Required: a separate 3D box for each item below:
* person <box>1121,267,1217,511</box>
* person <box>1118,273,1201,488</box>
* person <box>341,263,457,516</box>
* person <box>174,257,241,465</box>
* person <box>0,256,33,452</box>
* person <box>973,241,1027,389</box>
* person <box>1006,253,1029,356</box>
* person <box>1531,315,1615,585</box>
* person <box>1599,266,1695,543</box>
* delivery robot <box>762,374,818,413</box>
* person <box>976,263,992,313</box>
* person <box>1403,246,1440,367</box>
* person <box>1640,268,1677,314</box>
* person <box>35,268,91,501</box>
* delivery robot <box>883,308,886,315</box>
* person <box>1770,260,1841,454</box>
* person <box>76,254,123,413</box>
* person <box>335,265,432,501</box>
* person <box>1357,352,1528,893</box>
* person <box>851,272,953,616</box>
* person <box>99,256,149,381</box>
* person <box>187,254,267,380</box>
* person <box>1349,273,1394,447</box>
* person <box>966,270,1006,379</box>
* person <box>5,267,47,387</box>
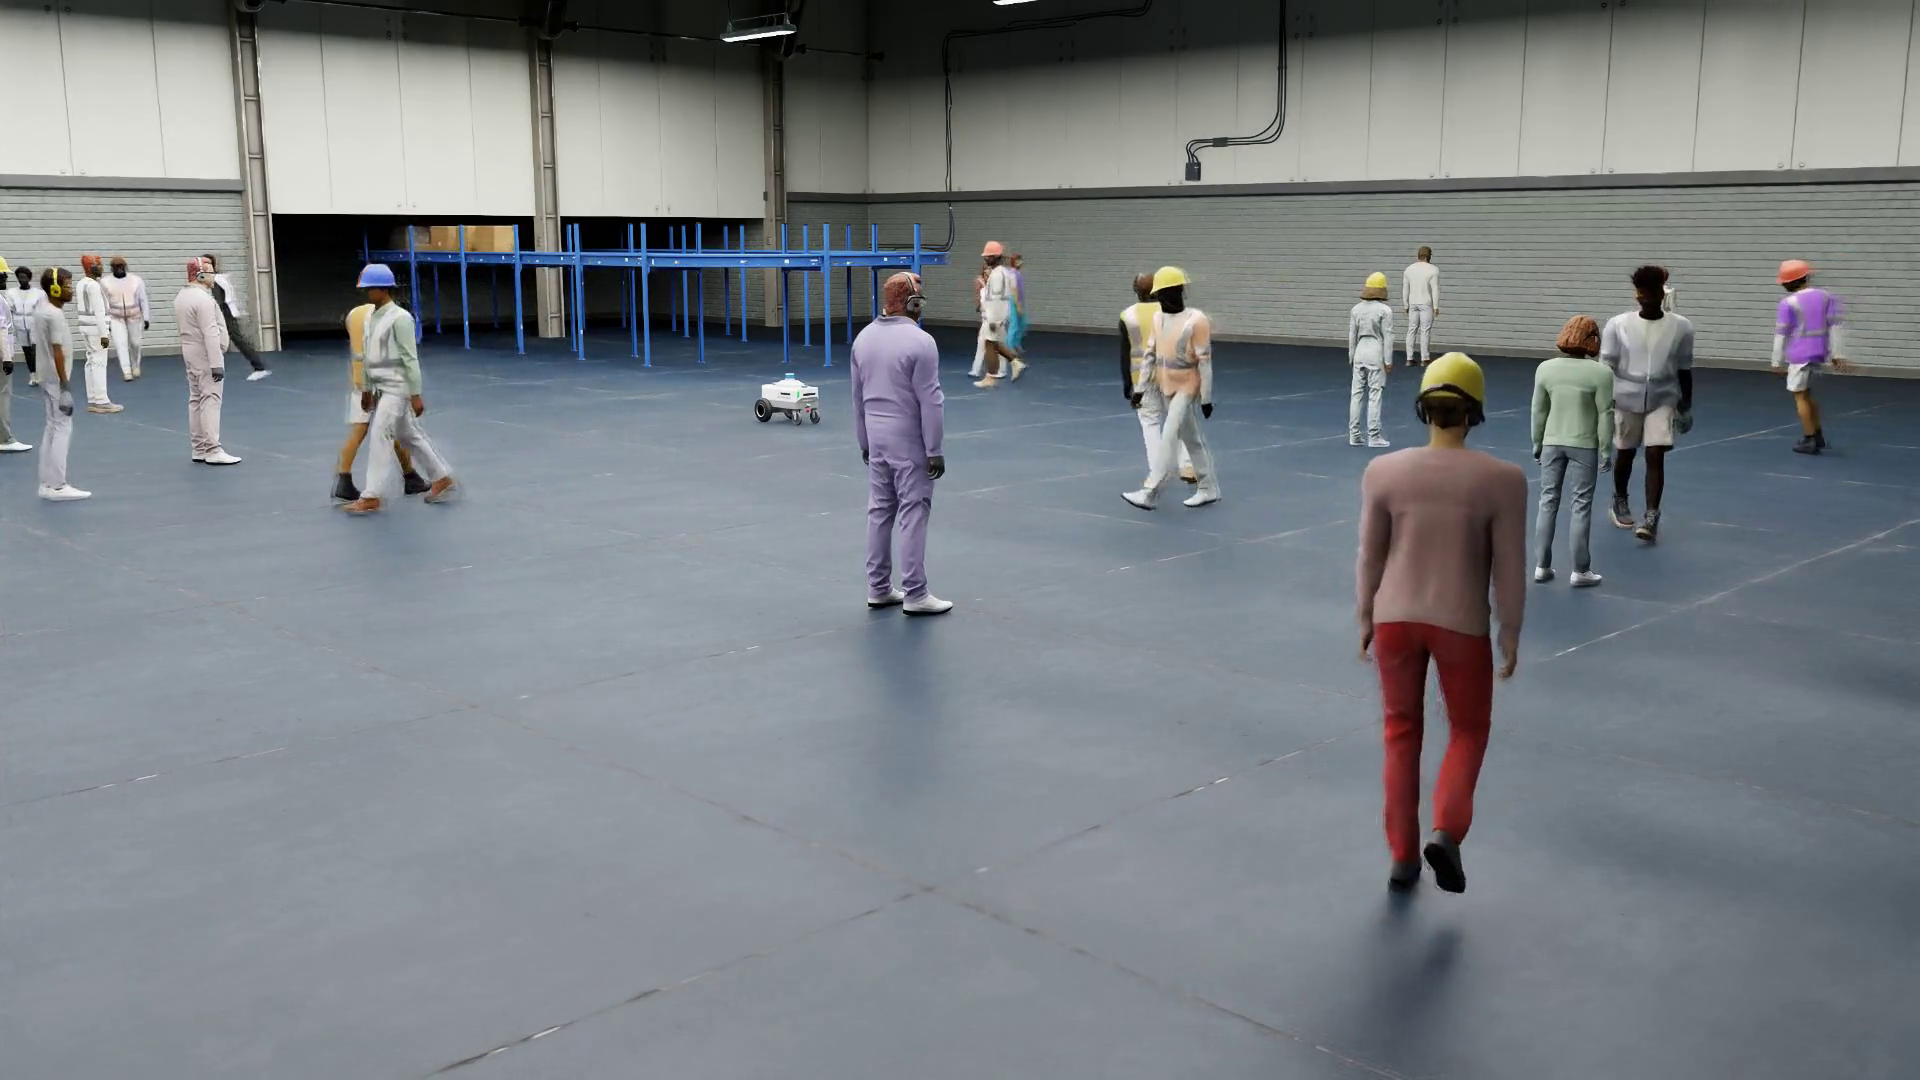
[{"bbox_3d":[1.620,-1.155,12.806,1.036,1.857,0.596,-6,12,-30],"label":"person"},{"bbox_3d":[1.677,-1.345,14.041,0.719,1.805,0.449,1,10,5],"label":"person"},{"bbox_3d":[-4.368,-1.190,12.916,0.992,1.906,0.635,-10,14,-42],"label":"person"},{"bbox_3d":[-6.994,-1.661,15.453,0.407,1.906,0.655,-10,14,-44],"label":"person"},{"bbox_3d":[-9.440,-1.836,16.350,0.373,1.925,0.595,-10,14,-44],"label":"person"},{"bbox_3d":[0.533,-3.109,23.005,0.640,2.030,0.634,2,11,10],"label":"person"},{"bbox_3d":[0.984,-4.138,29.251,0.430,1.801,0.675,3,11,18],"label":"person"},{"bbox_3d":[3.727,-0.549,10.133,0.265,1.632,0.509,-10,14,-44],"label":"person"},{"bbox_3d":[4.832,-0.971,11.713,0.657,1.906,1.026,4,11,19],"label":"person"},{"bbox_3d":[-1.938,-1.656,18.973,0.477,0.478,0.707,-10,14,-44],"label":"delivery robot"},{"bbox_3d":[0.524,-4.493,31.702,0.522,1.610,0.763,-5,12,-25],"label":"person"},{"bbox_3d":[7.485,-3.790,26.973,0.356,1.938,0.638,-10,14,-44],"label":"person"},{"bbox_3d":[10.165,-3.139,24.247,0.307,1.636,0.525,-10,14,-44],"label":"person"},{"bbox_3d":[-7.313,-1.247,13.417,0.430,1.850,0.571,-9,13,-39],"label":"person"},{"bbox_3d":[-1.472,-5.304,38.866,0.477,0.478,0.707,-10,14,-44],"label":"delivery robot"},{"bbox_3d":[8.223,-1.787,16.222,0.637,1.870,0.482,-3,11,-17],"label":"person"},{"bbox_3d":[-10.401,-2.489,20.026,0.341,1.883,0.587,-10,14,-44],"label":"person"},{"bbox_3d":[-4.730,-1.264,13.401,0.565,1.888,1.006,4,11,22],"label":"person"},{"bbox_3d":[1.517,0.280,5.323,0.535,1.745,0.557,5,11,24],"label":"person"},{"bbox_3d":[-0.310,-0.541,9.350,0.407,1.904,0.655,-10,14,-44],"label":"person"},{"bbox_3d":[-12.303,-3.268,24.494,0.630,1.810,0.834,-6,12,-29],"label":"person"},{"bbox_3d":[-10.736,-3.247,24.308,1.081,1.861,0.599,-5,12,-27],"label":"person"},{"bbox_3d":[4.148,-1.810,16.748,0.359,1.735,0.504,-9,14,-41],"label":"person"},{"bbox_3d":[0.421,-3.170,24.521,0.514,1.600,0.808,9,14,40],"label":"person"},{"bbox_3d":[-13.035,-2.961,23.210,0.541,1.662,0.840,-2,11,-12],"label":"person"}]
